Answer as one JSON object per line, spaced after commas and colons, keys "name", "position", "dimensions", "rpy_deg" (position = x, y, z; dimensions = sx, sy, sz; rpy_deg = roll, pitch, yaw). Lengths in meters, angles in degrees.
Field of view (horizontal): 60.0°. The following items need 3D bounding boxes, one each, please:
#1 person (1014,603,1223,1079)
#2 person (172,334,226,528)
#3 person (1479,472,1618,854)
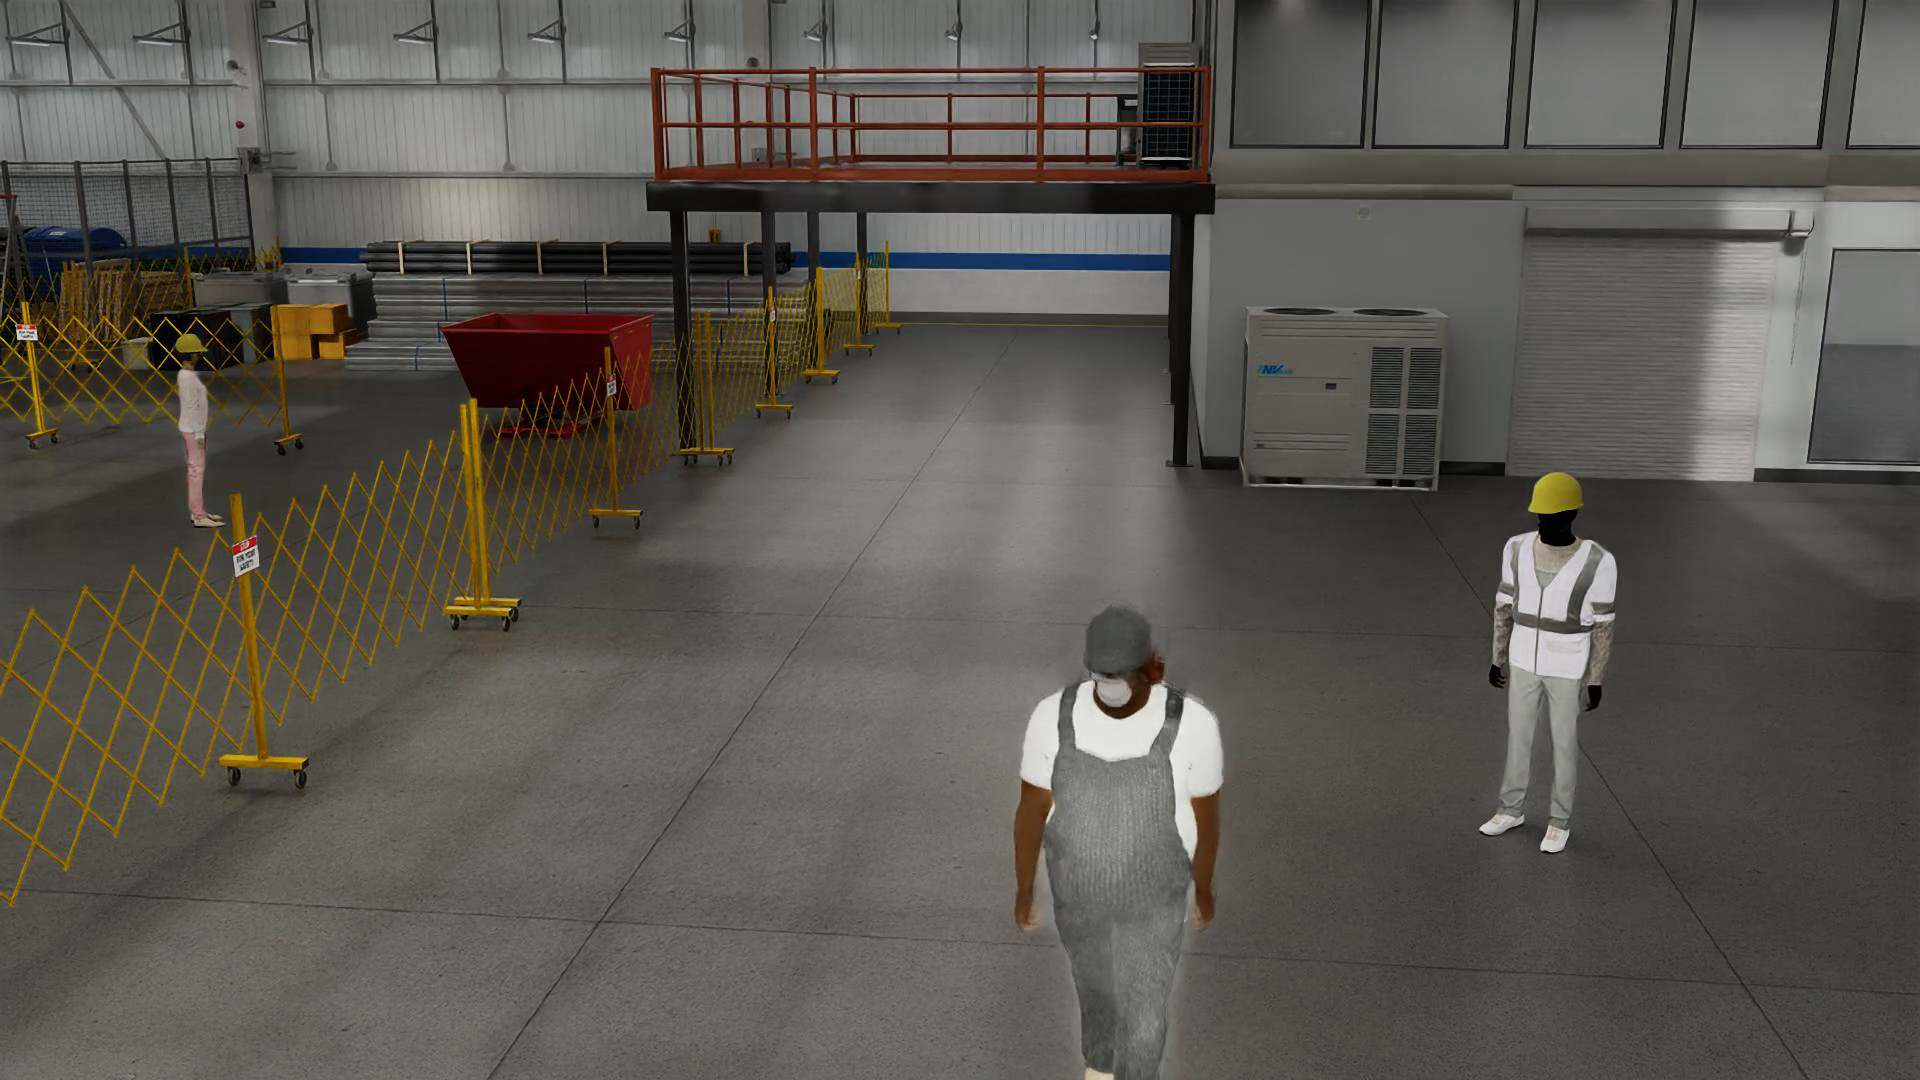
{"name": "person", "position": [0.503, 1.178, 5.725], "dimensions": [0.703, 2.000, 0.984], "rpy_deg": [5, 14, 18]}
{"name": "person", "position": [-6.962, -0.997, 15.187], "dimensions": [0.316, 1.769, 0.525], "rpy_deg": [-7, 15, -26]}
{"name": "person", "position": [2.925, 0.606, 8.297], "dimensions": [0.595, 1.925, 0.371], "rpy_deg": [13, 19, 42]}
